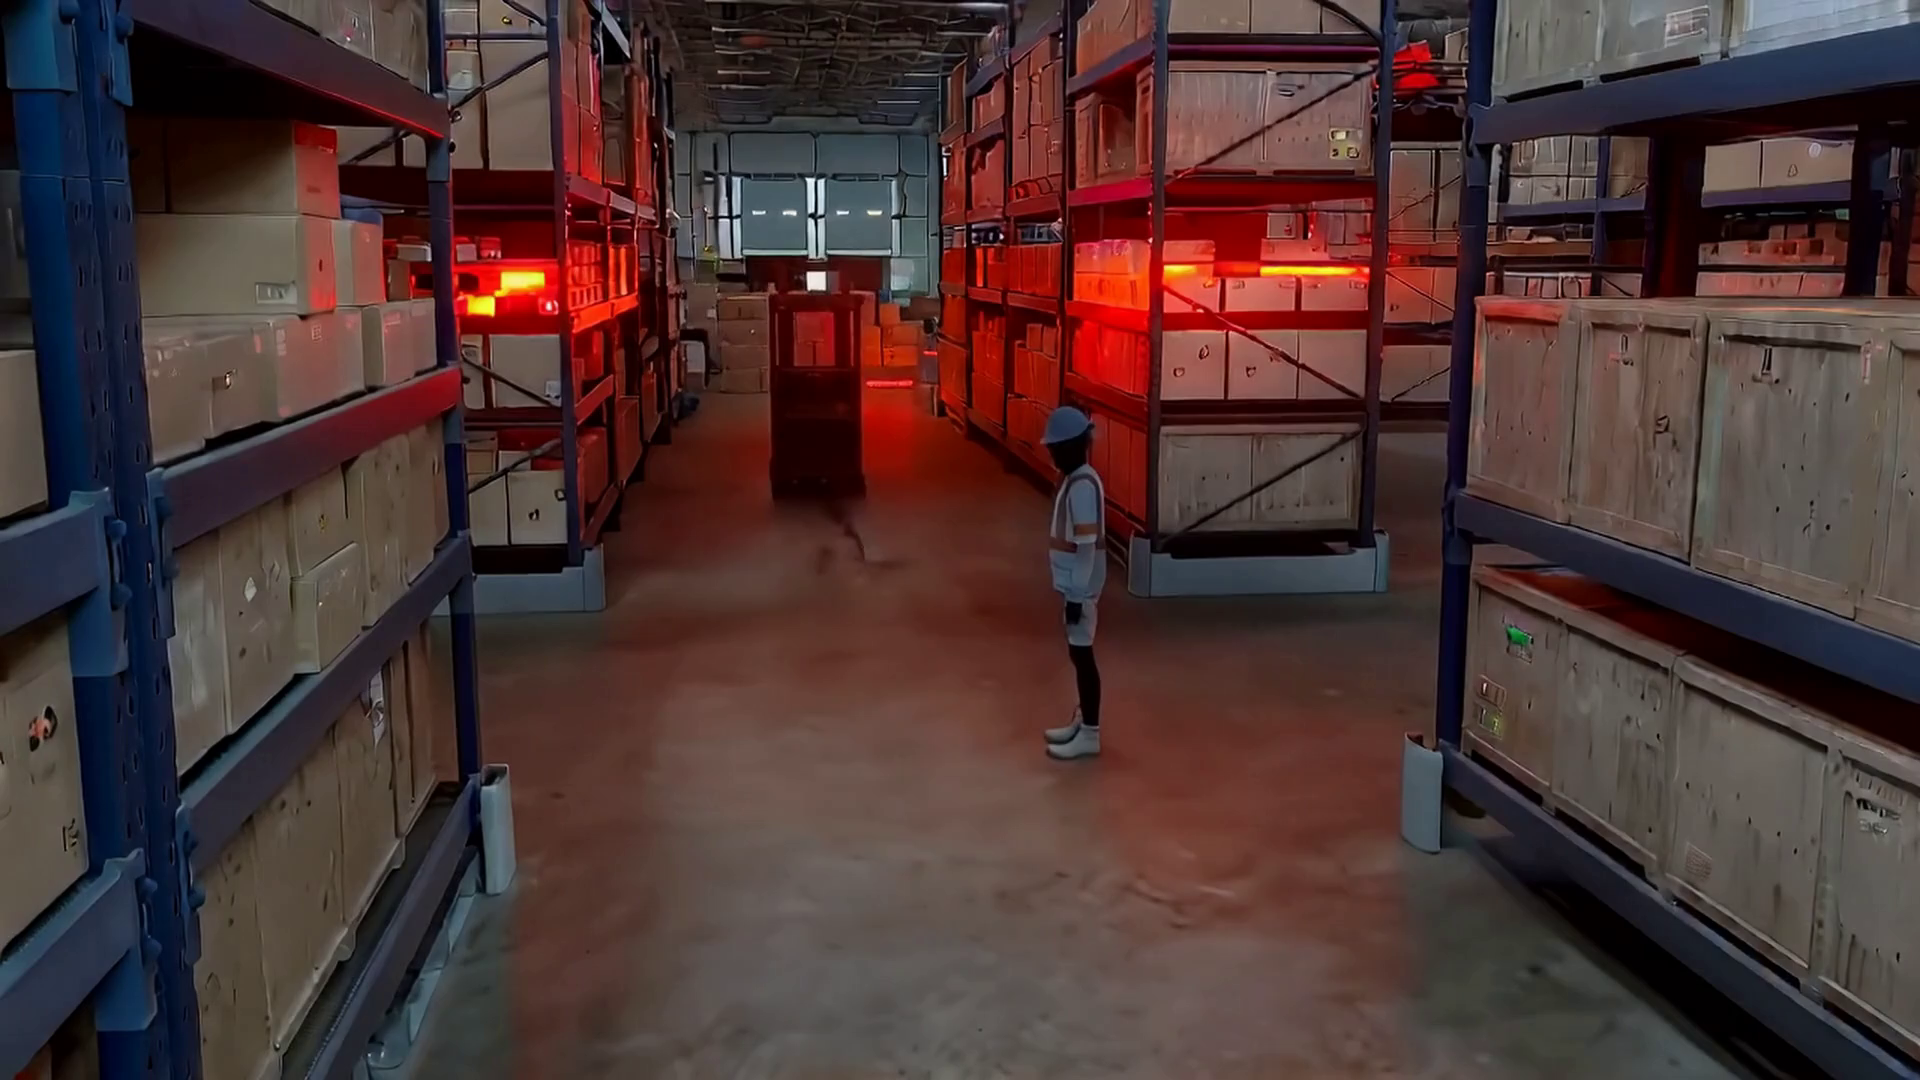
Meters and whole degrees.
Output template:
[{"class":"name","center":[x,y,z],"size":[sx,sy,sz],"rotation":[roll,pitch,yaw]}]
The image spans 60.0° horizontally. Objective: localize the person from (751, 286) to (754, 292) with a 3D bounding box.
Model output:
[{"class":"person","center":[-6.673,-7.207,53.442],"size":[1.014,1.886,0.561],"rotation":[-2,10,-13]}]

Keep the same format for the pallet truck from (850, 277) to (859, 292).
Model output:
[{"class":"pallet truck","center":[-3.782,-9.391,65.808],"size":[1.885,1.965,0.823],"rotation":[2,10,10]}]

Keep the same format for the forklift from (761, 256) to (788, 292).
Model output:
[{"class":"forklift","center":[-6.760,-8.992,60.913],"size":[1.129,2.768,1.873],"rotation":[-6,12,-33]}]

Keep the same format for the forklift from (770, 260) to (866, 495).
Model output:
[{"class":"forklift","center":[-1.798,-2.066,20.595],"size":[1.129,2.768,1.873],"rotation":[-1,10,-7]}]

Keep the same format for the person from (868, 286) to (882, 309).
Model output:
[{"class":"person","center":[-2.720,-7.061,52.537],"size":[0.637,1.910,0.875],"rotation":[-7,12,-35]}]

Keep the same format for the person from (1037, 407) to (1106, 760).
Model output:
[{"class":"person","center":[0.639,0.251,9.573],"size":[0.407,2.031,0.610],"rotation":[1,10,4]}]

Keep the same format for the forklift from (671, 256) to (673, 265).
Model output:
[{"class":"forklift","center":[-11.189,-9.344,62.964],"size":[1.129,2.768,1.873],"rotation":[-1,10,-7]}]

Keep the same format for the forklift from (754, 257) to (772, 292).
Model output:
[{"class":"forklift","center":[-4.657,-5.260,39.190],"size":[1.873,2.768,1.129],"rotation":[-1,10,-8]}]
